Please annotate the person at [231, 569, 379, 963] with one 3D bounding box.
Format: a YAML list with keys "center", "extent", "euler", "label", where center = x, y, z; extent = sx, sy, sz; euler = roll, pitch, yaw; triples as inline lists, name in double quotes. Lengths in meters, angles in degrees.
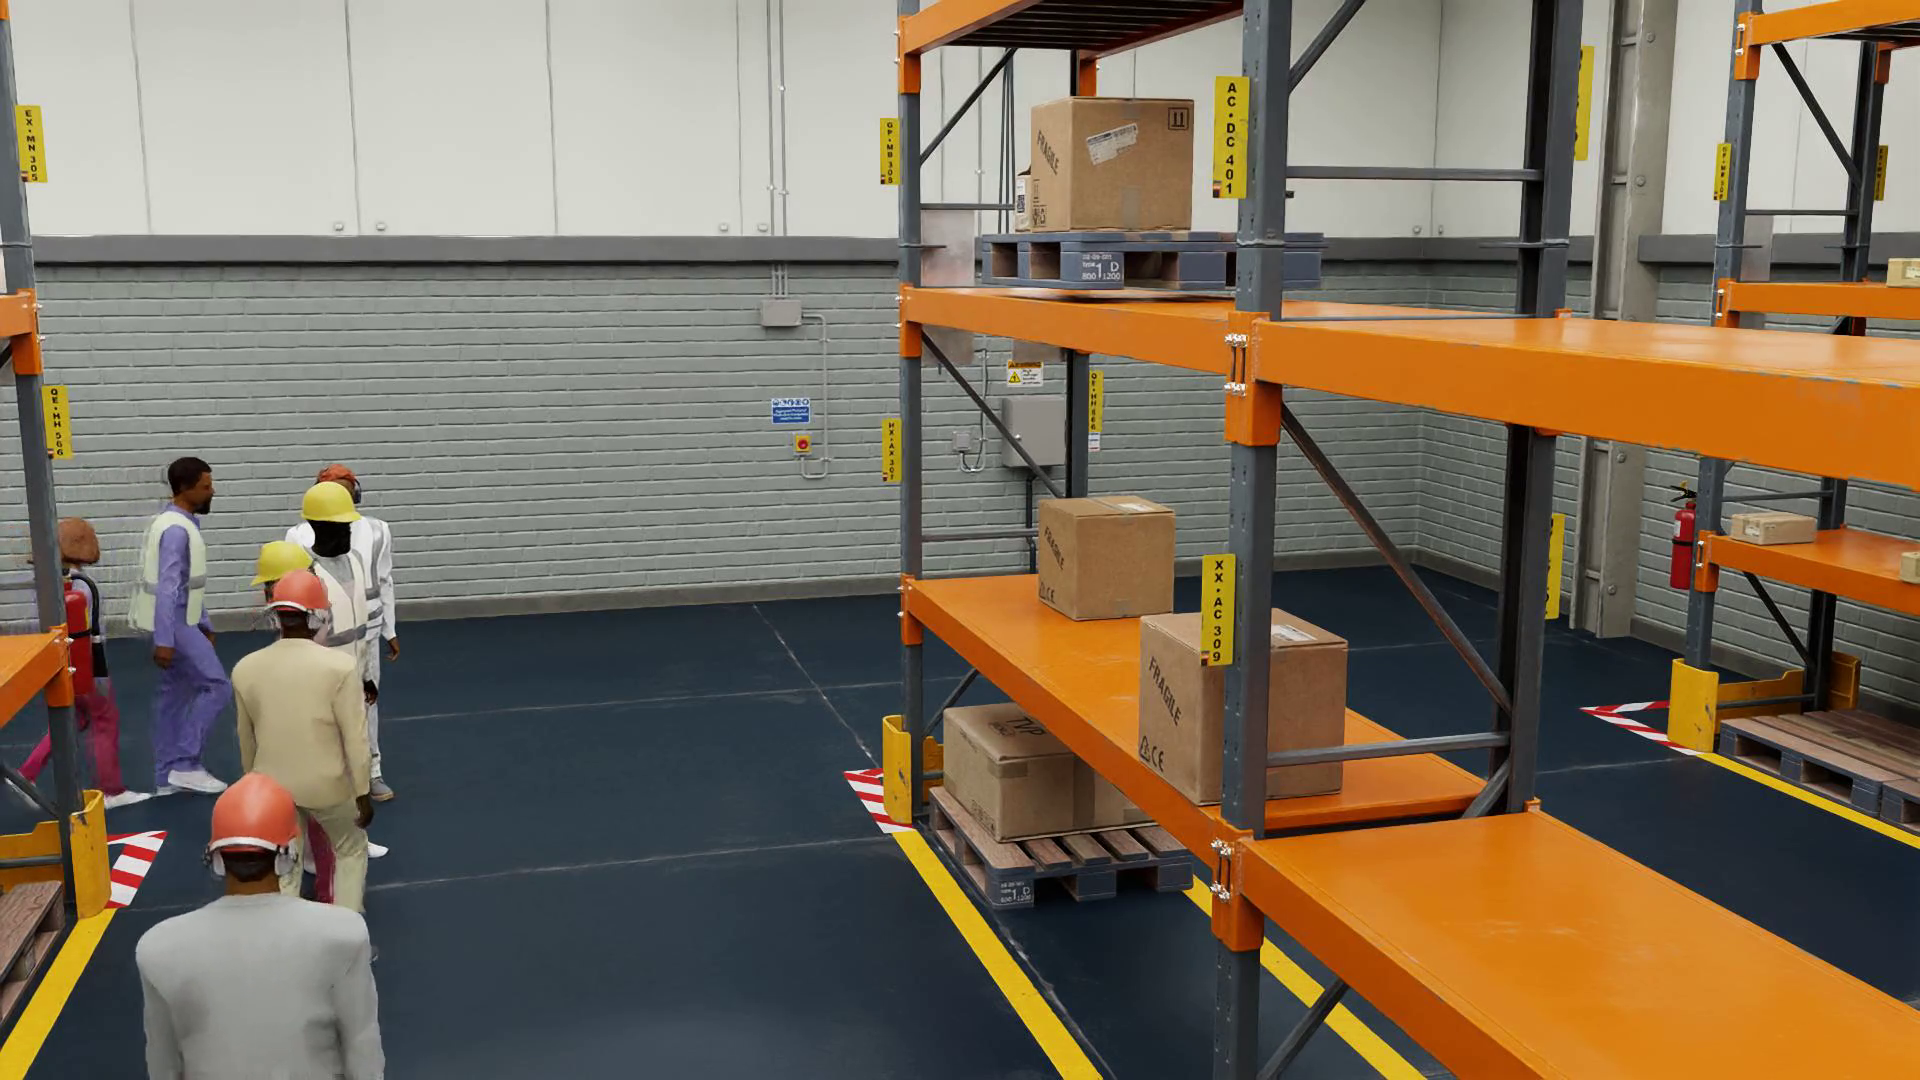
- center: [-2.667, 0.983, 6.834]
  extent: [0.606, 1.726, 0.619]
  euler: [1, 10, 7]
  label: "person"

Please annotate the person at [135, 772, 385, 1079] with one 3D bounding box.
- center: [-1.754, 1.441, 4.231]
  extent: [0.566, 1.736, 0.385]
  euler: [-3, 10, -17]
  label: "person"

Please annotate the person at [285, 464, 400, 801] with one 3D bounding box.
- center: [-3.340, 0.523, 9.038]
  extent: [0.577, 1.882, 0.349]
  euler: [-8, 13, -38]
  label: "person"

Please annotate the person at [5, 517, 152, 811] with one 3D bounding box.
- center: [-4.746, 0.685, 8.884]
  extent: [0.509, 1.620, 0.603]
  euler: [7, 12, 36]
  label: "person"

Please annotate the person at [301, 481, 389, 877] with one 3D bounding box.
- center: [-3.037, 0.668, 8.087]
  extent: [0.388, 1.926, 0.590]
  euler: [3, 10, 14]
  label: "person"

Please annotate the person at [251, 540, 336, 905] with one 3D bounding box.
- center: [-2.937, 0.868, 7.420]
  extent: [0.317, 1.765, 0.522]
  euler: [-3, 10, -15]
  label: "person"

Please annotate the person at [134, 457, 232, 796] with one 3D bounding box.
- center: [-4.297, 0.489, 9.213]
  extent: [0.495, 1.891, 0.631]
  euler: [-6, 12, -30]
  label: "person"
